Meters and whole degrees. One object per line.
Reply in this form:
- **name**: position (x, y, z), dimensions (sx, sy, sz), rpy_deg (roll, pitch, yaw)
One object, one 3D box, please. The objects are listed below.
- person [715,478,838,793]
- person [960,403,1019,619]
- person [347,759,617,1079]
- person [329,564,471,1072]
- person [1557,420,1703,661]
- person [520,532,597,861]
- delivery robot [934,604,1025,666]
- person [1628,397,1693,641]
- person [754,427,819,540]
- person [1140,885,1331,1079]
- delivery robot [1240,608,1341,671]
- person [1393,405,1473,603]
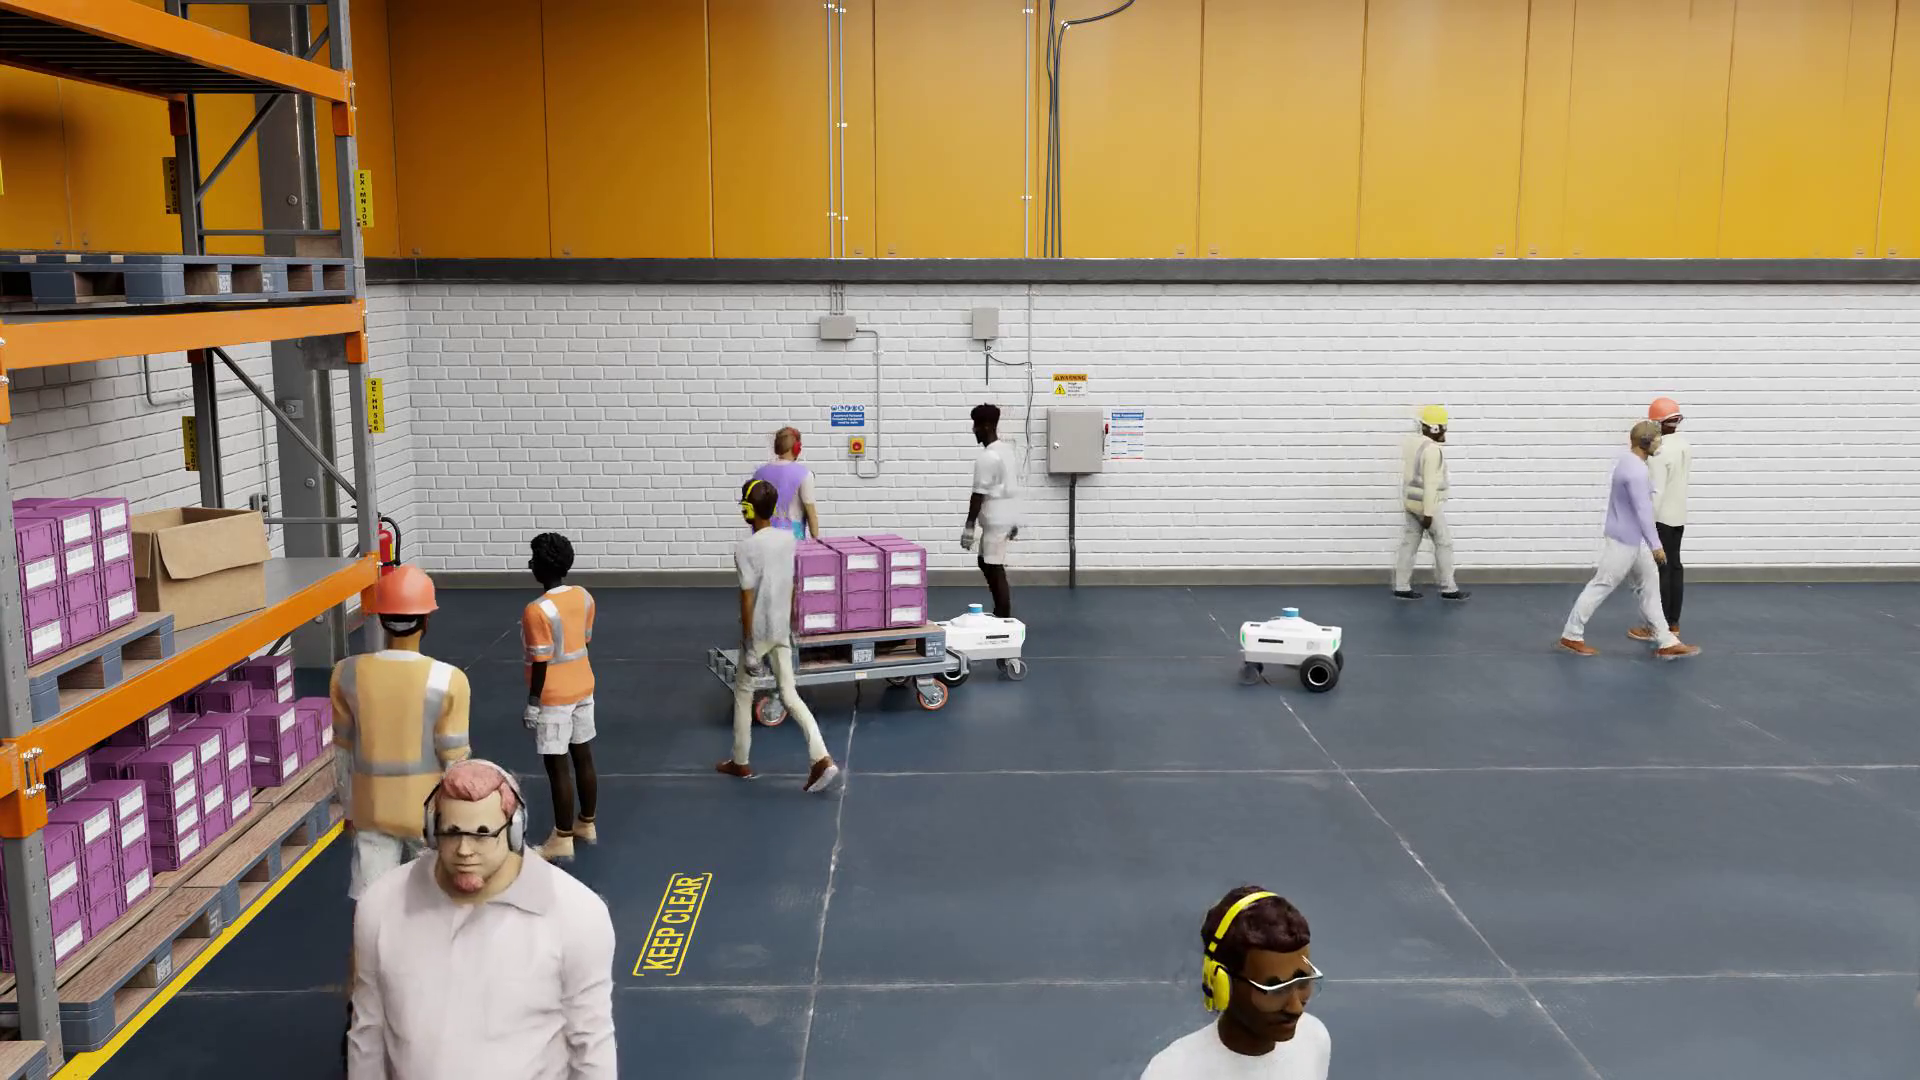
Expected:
- **person**: position (-1.087, 0.550, 9.700), dimensions (0.923, 1.842, 0.526), rpy_deg (8, 12, 41)
- **person**: position (0.263, -0.149, 13.618), dimensions (0.484, 1.941, 0.629), rpy_deg (3, 10, 16)
- **person**: position (-1.152, 1.432, 4.080), dimensions (0.658, 1.887, 0.680), rpy_deg (1, 9, 4)
- **person**: position (-2.155, 1.056, 6.389), dimensions (0.560, 1.912, 0.886), rpy_deg (0, 9, -2)
- **person**: position (5.190, 0.012, 12.889), dimensions (1.061, 1.887, 0.650), rpy_deg (4, 10, 24)
- **person**: position (-2.069, 0.802, 8.565), dimensions (0.319, 1.700, 0.544), rpy_deg (3, 10, 17)
- **delivery robot**: position (0.116, 0.716, 12.290), dimensions (0.707, 0.478, 0.477), rpy_deg (-2, 9, -15)
- **person**: position (5.737, -0.168, 13.608), dimensions (0.612, 1.991, 0.392), rpy_deg (-8, 13, -42)
- **person**: position (-1.434, 0.037, 12.947), dimensions (0.598, 1.813, 0.792), rpy_deg (7, 11, 36)
- **person**: position (0.522, 1.568, 3.420), dimensions (0.521, 1.851, 0.727), rpy_deg (-6, 11, -34)
- **delivery robot**: position (2.410, 0.740, 12.144), dimensions (0.707, 0.478, 0.477), rpy_deg (3, 10, 17)
- **person**: position (4.332, -0.321, 15.096), dimensions (0.798, 1.798, 0.617), rpy_deg (-1, 9, -4)
